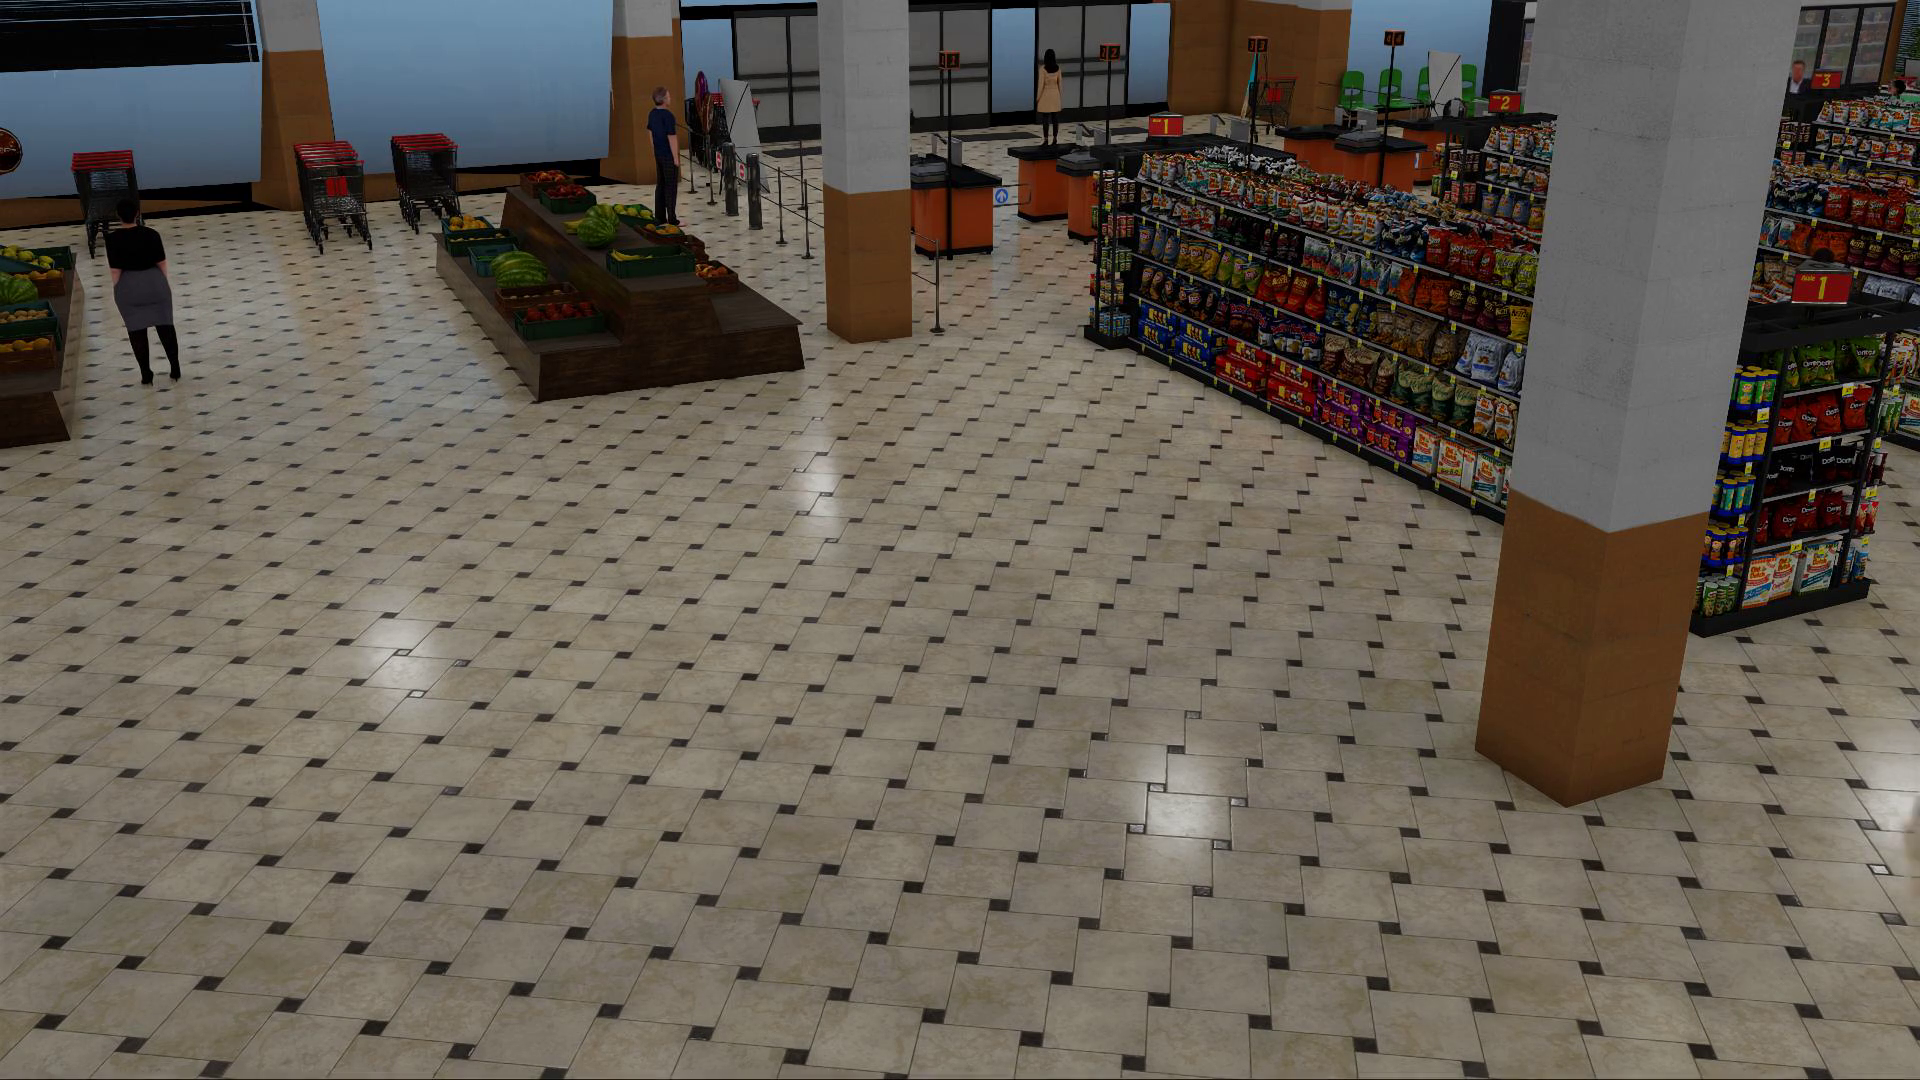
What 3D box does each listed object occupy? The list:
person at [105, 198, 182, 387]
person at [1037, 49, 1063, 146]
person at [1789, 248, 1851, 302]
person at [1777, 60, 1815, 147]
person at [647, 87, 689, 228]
[{"bbox_3d":[-7.712,-2.343,15.707,0.707,1.760,0.677,-15,26,-33],"label":"person"},{"bbox_3d":[1.591,-7.844,29.502,0.635,1.682,0.512,-10,24,-23],"label":"person"},{"bbox_3d":[6.783,-1.449,13.402,0.750,1.819,0.780,5,22,12],"label":"person"},{"bbox_3d":[13.242,-6.684,26.459,1.224,1.799,1.170,14,26,30],"label":"person"},{"bbox_3d":[-4.035,-5.252,22.799,0.602,1.871,0.785,20,30,41],"label":"person"}]
